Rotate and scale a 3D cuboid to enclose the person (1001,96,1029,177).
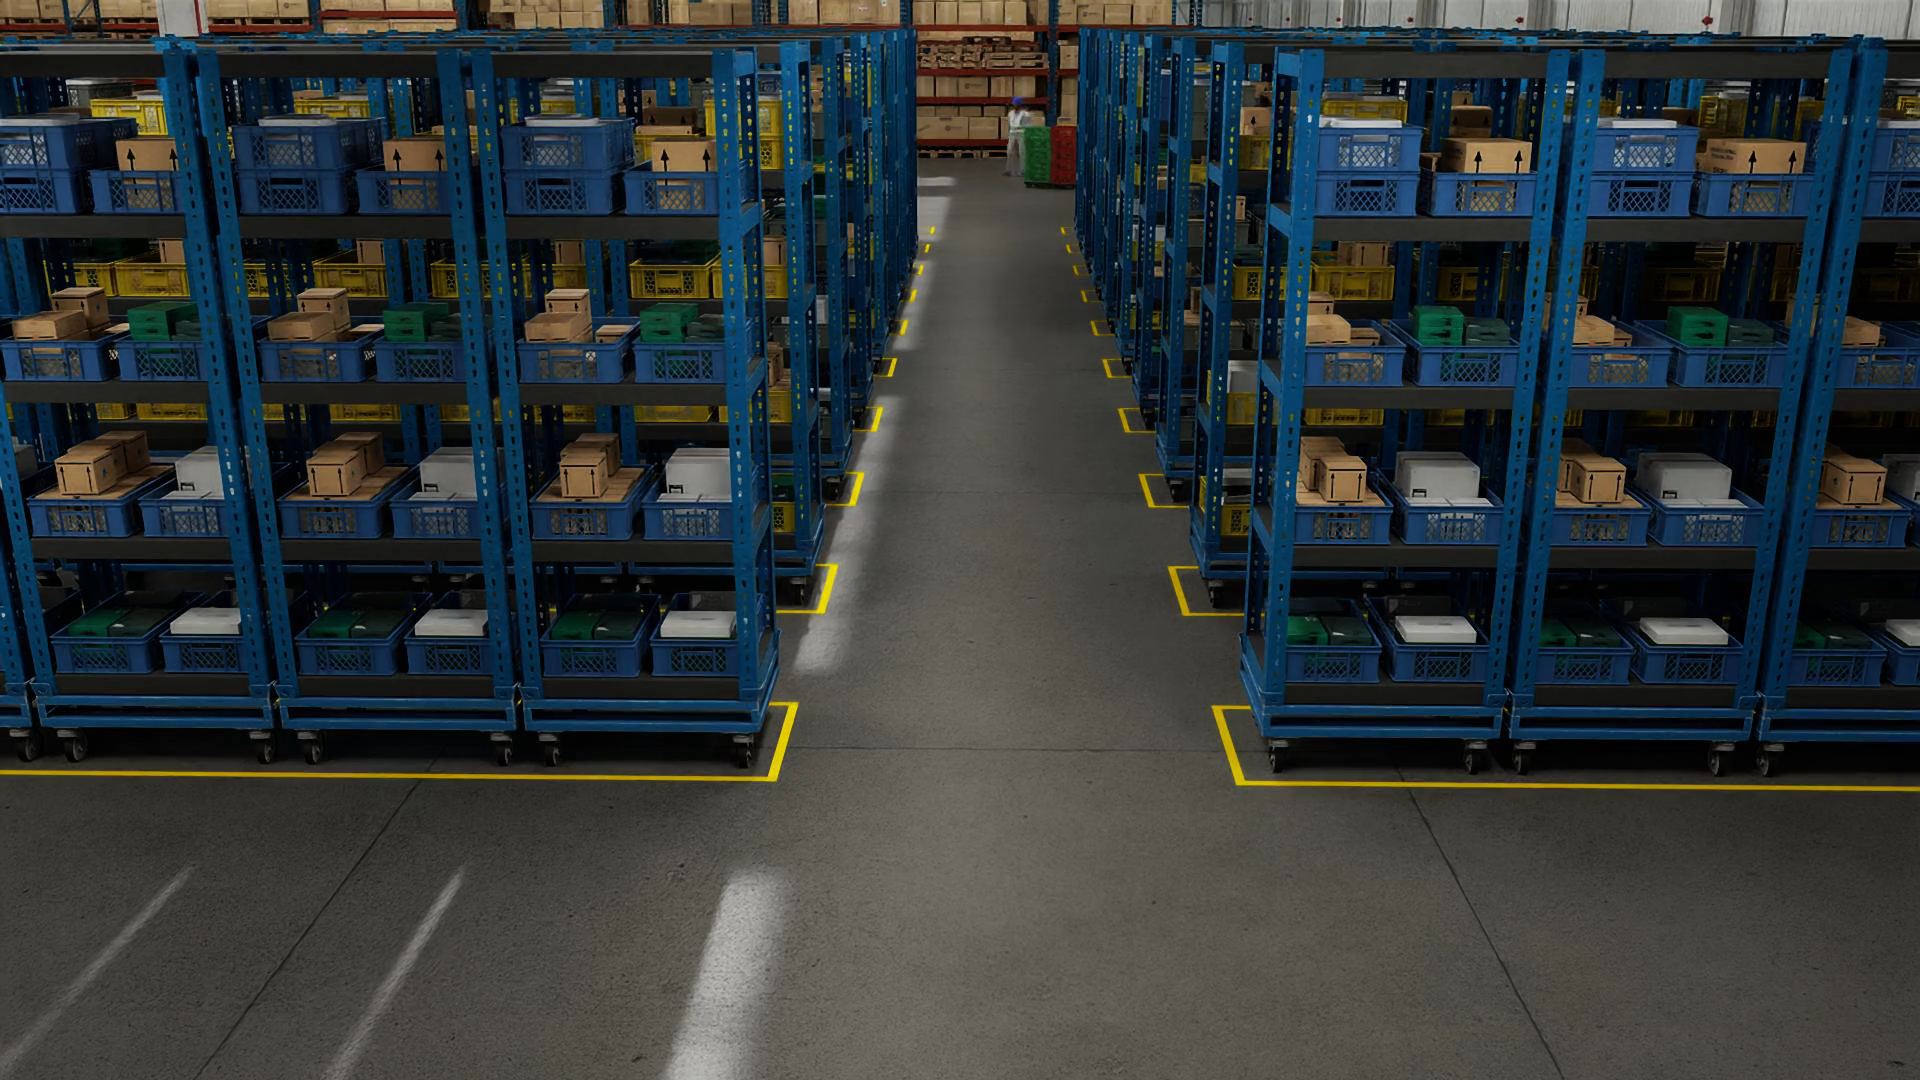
[{"bbox_3d":[1.325,-9.744,40.270,0.645,1.913,0.867,11,21,32],"label":"person"}]
